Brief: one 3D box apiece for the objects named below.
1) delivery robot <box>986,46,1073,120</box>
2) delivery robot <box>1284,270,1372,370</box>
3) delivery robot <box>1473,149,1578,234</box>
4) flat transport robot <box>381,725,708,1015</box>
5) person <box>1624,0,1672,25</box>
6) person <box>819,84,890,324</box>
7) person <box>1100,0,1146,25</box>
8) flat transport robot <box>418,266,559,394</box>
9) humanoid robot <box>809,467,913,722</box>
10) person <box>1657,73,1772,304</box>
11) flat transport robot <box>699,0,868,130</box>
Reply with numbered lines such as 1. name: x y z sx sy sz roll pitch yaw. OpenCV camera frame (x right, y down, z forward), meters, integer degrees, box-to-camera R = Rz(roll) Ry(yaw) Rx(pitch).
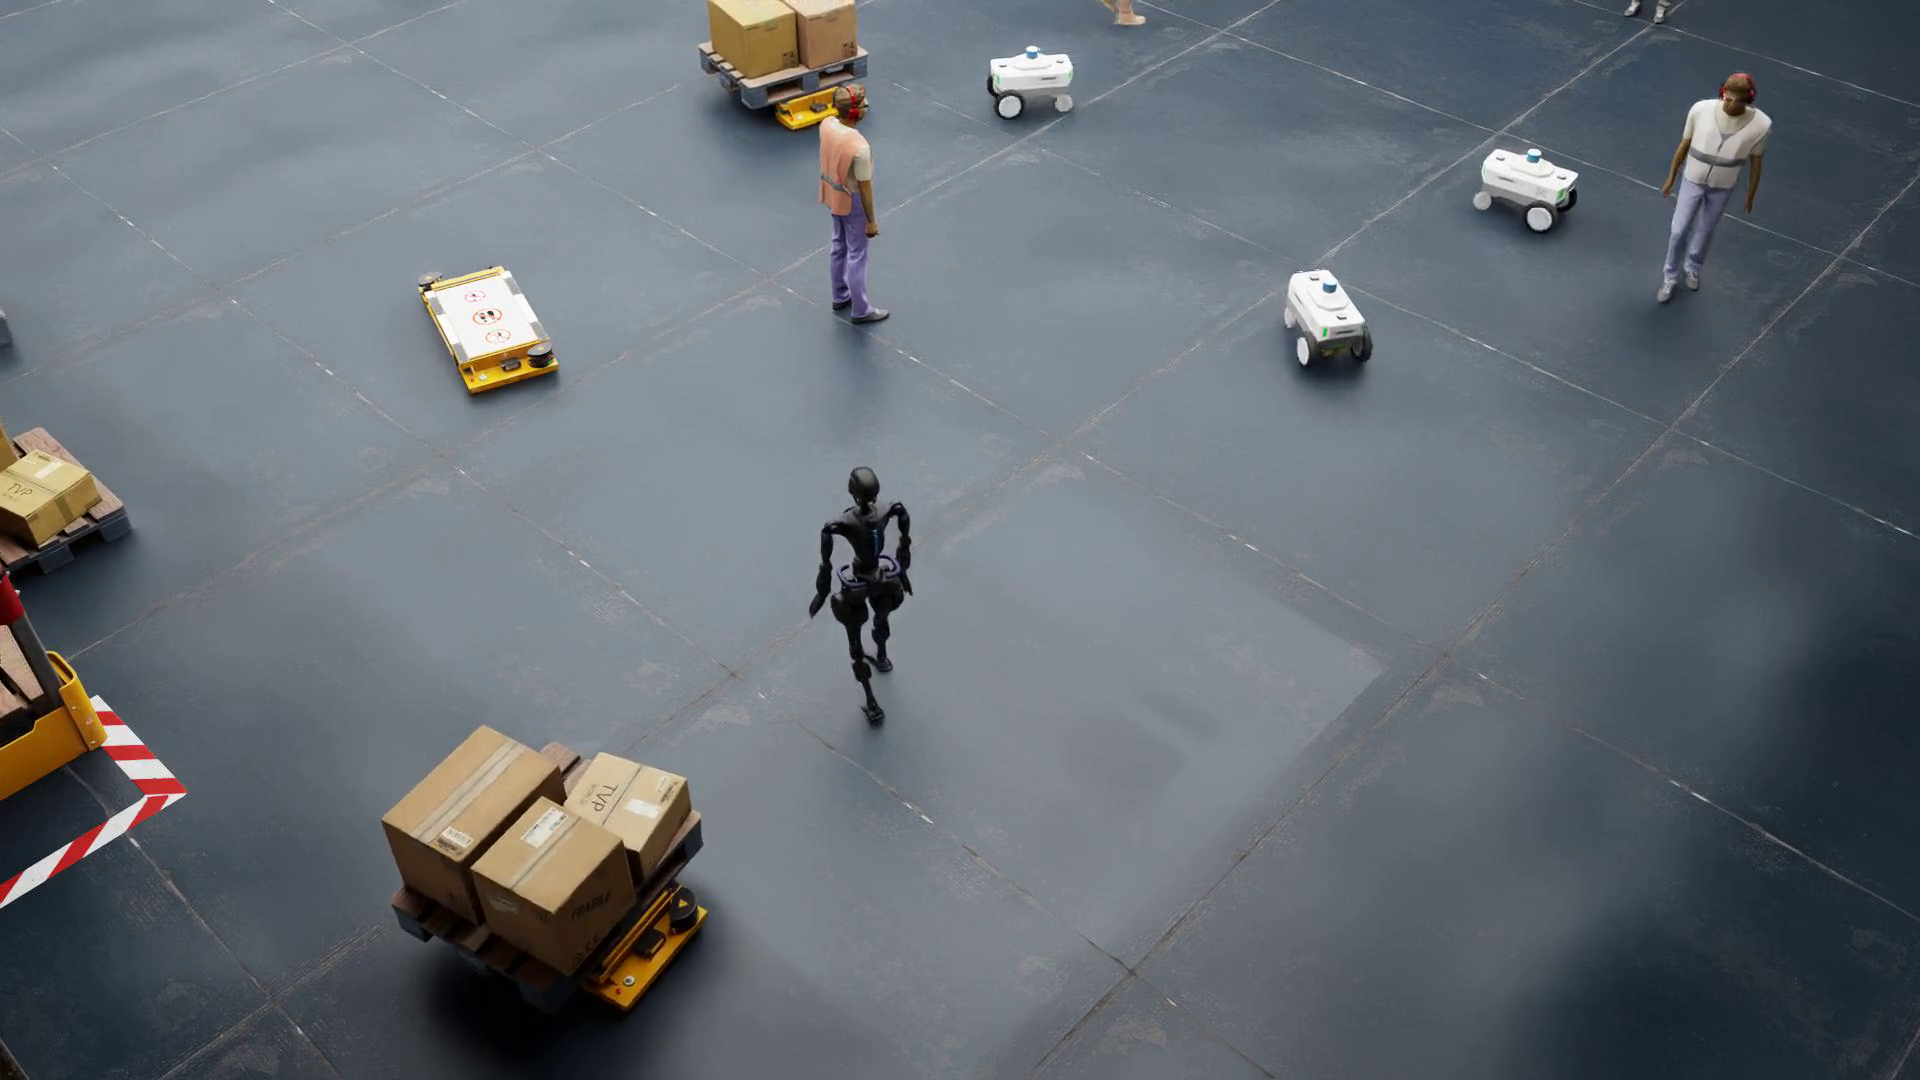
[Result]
1. delivery robot: 0.638 -4.121 14.887 0.777 0.587 0.499 -6 42 -7
2. delivery robot: 2.661 -1.639 12.126 0.499 0.584 0.783 -9 43 -10
3. delivery robot: 4.610 -2.891 13.515 0.774 0.581 0.499 26 48 26
4. flat transport robot: -2.064 1.815 8.508 1.431 0.231 0.659 22 46 22
5. person: 6.793 -5.892 15.909 0.566 1.832 0.409 20 46 21
6. person: -0.806 -2.419 12.036 0.387 1.844 0.563 -25 48 -25
7. person: 1.643 -5.704 15.782 0.444 1.717 0.483 -3 42 -4
8. flat transport robot: -3.509 -1.604 12.309 0.659 0.231 1.431 -19 45 -20
9. humanoid robot: -0.523 0.273 9.203 0.600 1.661 0.609 -19 45 -20
10. person: 5.534 -2.590 12.252 0.653 1.803 0.697 15 44 16
11. flat transport robot: -1.596 -4.173 15.164 0.659 0.231 1.431 -24 47 -24
